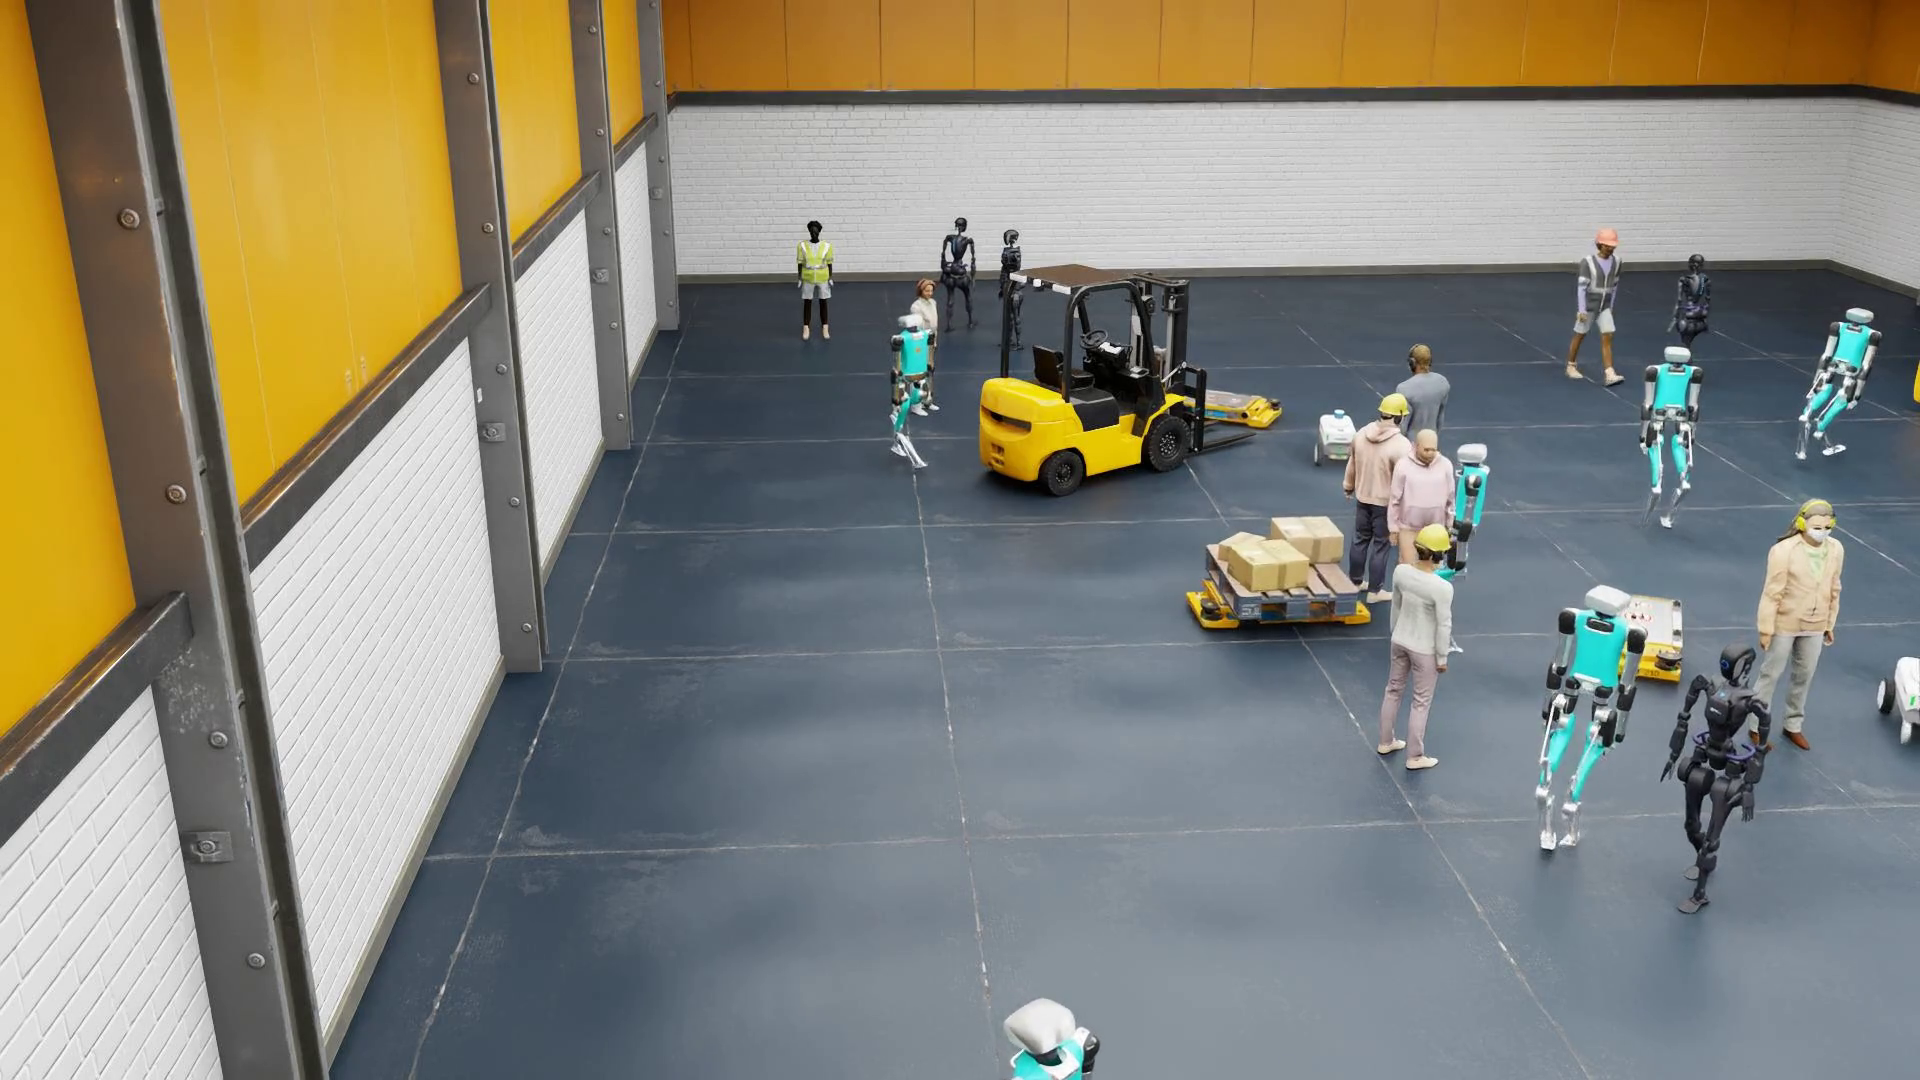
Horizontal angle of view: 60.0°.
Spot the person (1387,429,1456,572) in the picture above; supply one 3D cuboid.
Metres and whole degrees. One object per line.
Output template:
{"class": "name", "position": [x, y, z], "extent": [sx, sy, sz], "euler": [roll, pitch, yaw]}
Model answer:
{"class": "person", "position": [3.806, -0.110, 13.765], "extent": [0.561, 1.757, 0.520], "euler": [2, 20, 6]}

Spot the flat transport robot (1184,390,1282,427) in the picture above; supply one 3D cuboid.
{"class": "flat transport robot", "position": [3.079, -1.598, 19.982], "extent": [1.431, 0.231, 0.659], "euler": [10, 22, 24]}

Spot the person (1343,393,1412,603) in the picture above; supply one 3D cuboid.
{"class": "person", "position": [3.595, -0.353, 14.292], "extent": [0.435, 1.855, 0.811], "euler": [-14, 24, -34]}

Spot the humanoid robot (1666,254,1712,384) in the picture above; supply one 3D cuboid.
{"class": "humanoid robot", "position": [9.362, -2.846, 21.361], "extent": [0.613, 1.636, 0.554], "euler": [-8, 22, -20]}

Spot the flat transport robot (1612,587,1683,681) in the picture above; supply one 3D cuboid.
{"class": "flat transport robot", "position": [5.524, 0.756, 13.568], "extent": [0.659, 0.231, 1.431], "euler": [8, 22, 20]}

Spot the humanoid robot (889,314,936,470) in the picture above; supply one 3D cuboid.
{"class": "humanoid robot", "position": [-0.608, -1.603, 17.901], "extent": [0.548, 1.742, 1.043], "euler": [-13, 24, -32]}

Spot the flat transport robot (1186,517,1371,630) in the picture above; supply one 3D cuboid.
{"class": "flat transport robot", "position": [2.707, 0.531, 14.181], "extent": [1.431, 0.231, 0.659], "euler": [-2, 20, -5]}

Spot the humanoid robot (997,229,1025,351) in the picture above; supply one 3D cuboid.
{"class": "humanoid robot", "position": [0.717, -3.465, 23.004], "extent": [0.315, 1.657, 0.599], "euler": [-8, 22, -20]}

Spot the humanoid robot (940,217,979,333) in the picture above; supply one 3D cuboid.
{"class": "humanoid robot", "position": [-0.016, -3.869, 24.156], "extent": [0.609, 1.635, 0.641], "euler": [11, 23, 28]}

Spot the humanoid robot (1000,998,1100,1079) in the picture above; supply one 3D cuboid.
{"class": "humanoid robot", "position": [0.151, 2.566, 6.611], "extent": [0.746, 1.864, 0.538], "euler": [18, 27, 40]}

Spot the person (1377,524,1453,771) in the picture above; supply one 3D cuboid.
{"class": "person", "position": [3.174, 0.727, 11.488], "extent": [0.337, 1.759, 0.525], "euler": [-12, 23, -29]}

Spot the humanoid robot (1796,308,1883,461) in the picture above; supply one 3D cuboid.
{"class": "humanoid robot", "position": [9.350, -1.589, 17.825], "extent": [1.014, 1.727, 0.573], "euler": [-16, 26, -37]}

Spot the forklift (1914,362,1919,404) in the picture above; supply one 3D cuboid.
{"class": "forklift", "position": [12.602, -2.435, 19.475], "extent": [2.313, 2.155, 1.214], "euler": [-1, 20, -4]}

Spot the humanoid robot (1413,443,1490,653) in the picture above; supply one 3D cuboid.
{"class": "humanoid robot", "position": [3.801, 0.087, 13.252], "extent": [0.673, 1.786, 0.546], "euler": [6, 21, 16]}

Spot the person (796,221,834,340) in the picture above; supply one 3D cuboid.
{"class": "person", "position": [-2.053, -3.689, 23.608], "extent": [0.532, 1.694, 0.319], "euler": [-2, 20, -5]}

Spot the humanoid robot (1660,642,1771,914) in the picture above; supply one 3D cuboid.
{"class": "humanoid robot", "position": [4.479, 1.364, 9.894], "extent": [0.612, 1.637, 0.609], "euler": [-14, 24, -33]}

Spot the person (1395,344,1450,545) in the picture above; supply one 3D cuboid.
{"class": "person", "position": [4.274, -0.893, 15.650], "extent": [0.626, 1.934, 0.372], "euler": [-12, 23, -29]}

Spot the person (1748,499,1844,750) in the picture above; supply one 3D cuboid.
{"class": "person", "position": [5.879, 0.589, 11.720], "extent": [0.565, 1.869, 0.392], "euler": [-2, 20, -6]}

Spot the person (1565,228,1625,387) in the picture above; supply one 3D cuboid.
{"class": "person", "position": [8.156, -2.953, 21.180], "extent": [0.619, 1.992, 1.042], "euler": [-4, 21, -11]}

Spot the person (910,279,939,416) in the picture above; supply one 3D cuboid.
{"class": "person", "position": [-0.432, -2.324, 19.972], "extent": [0.313, 1.636, 0.514], "euler": [10, 23, 26]}

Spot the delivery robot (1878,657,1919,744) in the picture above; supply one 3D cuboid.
{"class": "delivery robot", "position": [7.024, 1.141, 12.092], "extent": [0.499, 0.587, 0.769], "euler": [8, 21, 20]}

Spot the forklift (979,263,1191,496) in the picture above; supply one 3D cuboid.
{"class": "forklift", "position": [1.315, -1.764, 17.646], "extent": [2.313, 2.155, 1.214], "euler": [-14, 24, -33]}

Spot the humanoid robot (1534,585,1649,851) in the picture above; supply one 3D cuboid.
{"class": "humanoid robot", "position": [3.777, 1.202, 10.233], "extent": [0.548, 1.785, 0.755], "euler": [15, 25, 36]}

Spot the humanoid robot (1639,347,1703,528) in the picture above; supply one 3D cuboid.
{"class": "humanoid robot", "position": [6.862, -0.883, 16.049], "extent": [0.532, 1.858, 0.800], "euler": [3, 20, 7]}

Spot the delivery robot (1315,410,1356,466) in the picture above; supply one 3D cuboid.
{"class": "delivery robot", "position": [4.146, -1.108, 18.258], "extent": [0.499, 0.614, 0.818], "euler": [2, 20, 6]}
